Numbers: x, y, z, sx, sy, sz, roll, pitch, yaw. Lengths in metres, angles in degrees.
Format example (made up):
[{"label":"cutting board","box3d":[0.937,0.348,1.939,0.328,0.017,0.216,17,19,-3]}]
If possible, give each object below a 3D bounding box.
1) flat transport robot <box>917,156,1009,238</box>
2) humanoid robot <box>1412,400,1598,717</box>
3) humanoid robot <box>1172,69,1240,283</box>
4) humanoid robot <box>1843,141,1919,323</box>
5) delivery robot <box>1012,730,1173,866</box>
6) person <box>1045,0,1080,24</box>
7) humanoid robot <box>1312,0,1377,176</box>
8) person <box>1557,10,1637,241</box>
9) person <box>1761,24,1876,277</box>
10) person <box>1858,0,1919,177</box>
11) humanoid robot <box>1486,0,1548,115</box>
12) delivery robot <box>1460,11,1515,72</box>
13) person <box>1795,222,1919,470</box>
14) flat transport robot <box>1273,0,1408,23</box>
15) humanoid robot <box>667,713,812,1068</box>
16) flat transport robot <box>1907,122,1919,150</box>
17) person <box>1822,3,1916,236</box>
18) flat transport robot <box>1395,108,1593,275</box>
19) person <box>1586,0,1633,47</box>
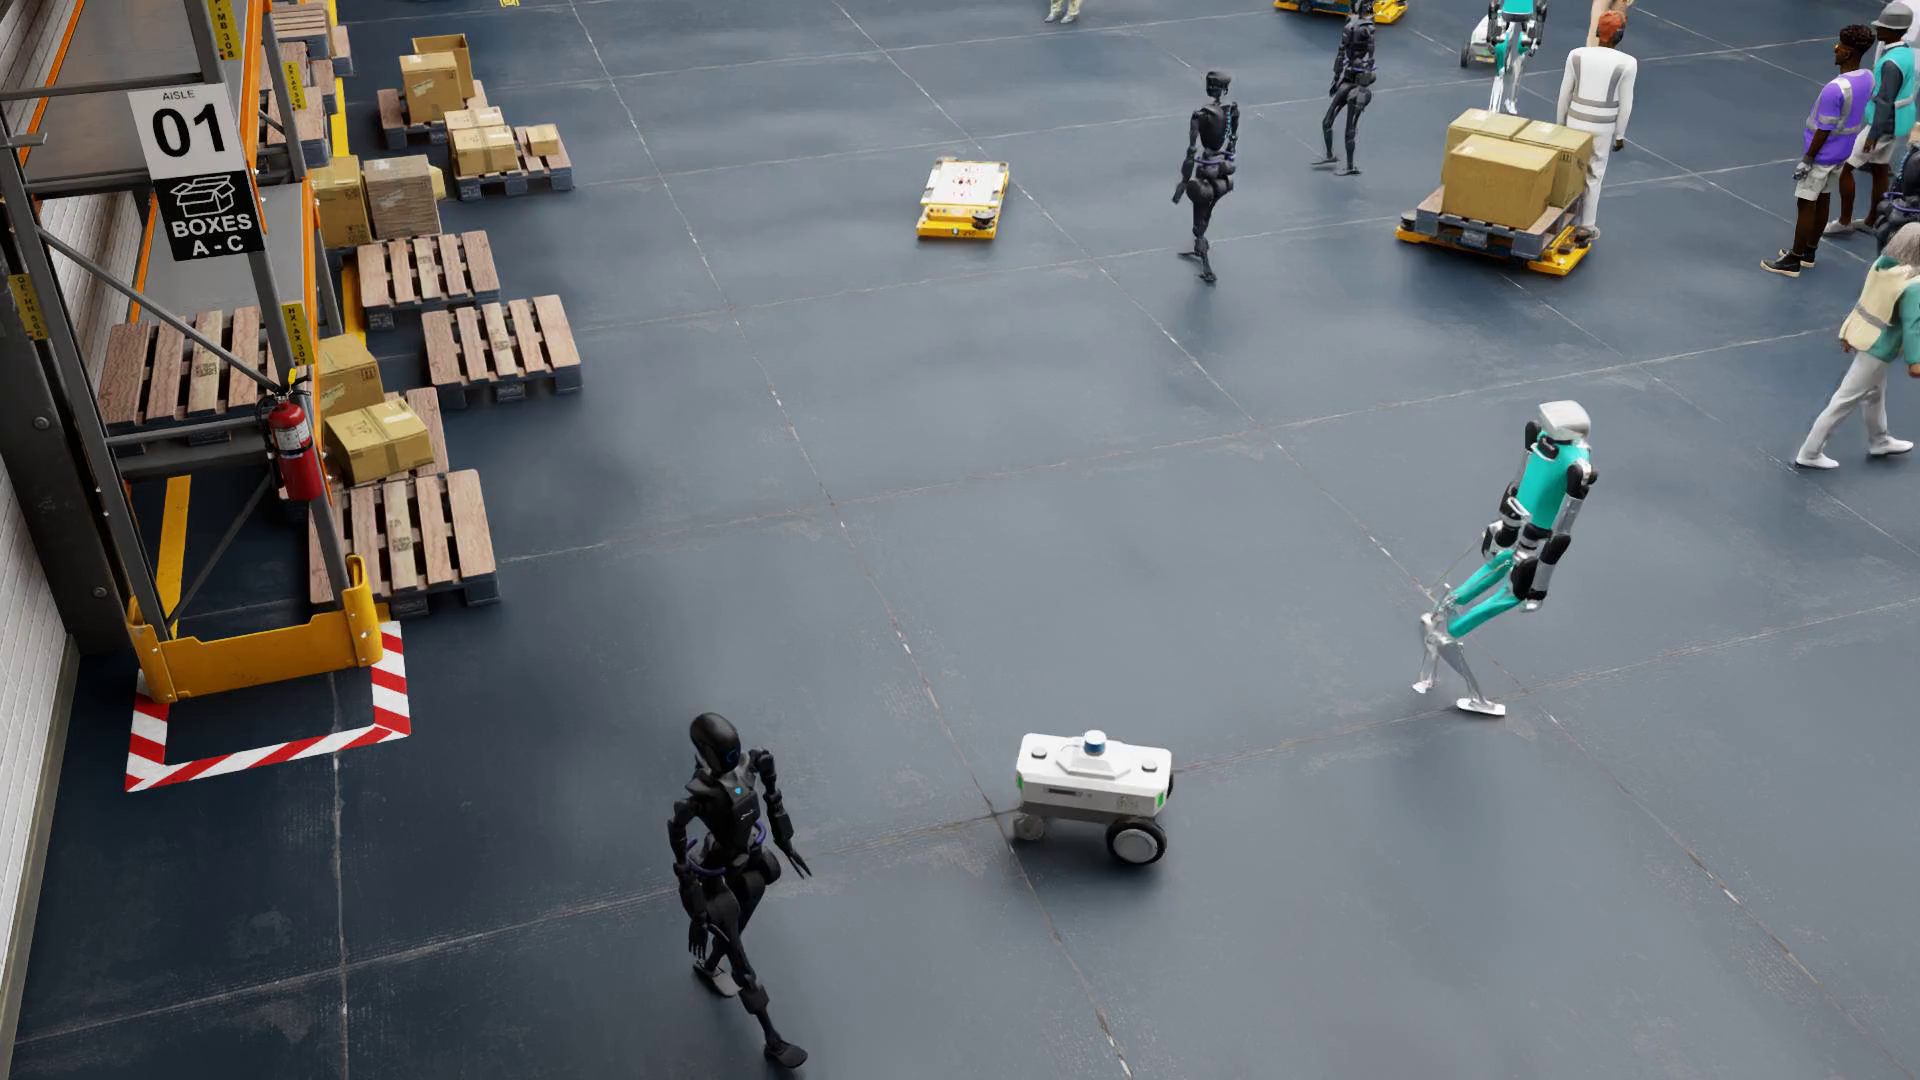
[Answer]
[{"label":"flat transport robot","box3d":[0.041,-2.978,14.426,0.659,0.231,1.431,4,33,5]},{"label":"humanoid robot","box3d":[2.607,0.154,8.290,0.791,1.794,0.531,-6,34,-9]},{"label":"humanoid robot","box3d":[1.899,-2.857,12.975,0.609,1.649,0.593,-25,41,-33]},{"label":"humanoid robot","box3d":[6.896,-2.314,12.129,0.444,1.646,0.616,2,33,4]},{"label":"delivery robot","box3d":[0.651,1.168,7.824,0.802,0.614,0.499,6,34,9]},{"label":"person","box3d":[1.287,-6.720,18.760,0.630,1.806,0.581,20,38,27]},{"label":"humanoid robot","box3d":[3.465,-4.057,14.790,0.388,1.654,0.608,-9,34,-14]},{"label":"person","box3d":[5.121,-3.342,13.506,0.572,1.886,0.355,22,39,30]},{"label":"person","box3d":[6.722,-3.020,12.938,0.605,1.965,0.368,-25,40,-33]},{"label":"person","box3d":[8.472,-4.204,14.810,0.425,1.914,0.690,-15,36,-21]},{"label":"humanoid robot","box3d":[5.351,-4.909,16.059,0.557,1.765,0.958,11,35,16]},{"label":"delivery robot","box3d":[5.700,-5.374,17.811,0.499,0.563,0.738,15,36,21]},{"label":"person","box3d":[5.821,-1.170,10.359,0.852,1.670,0.469,3,33,4]},{"label":"flat transport robot","box3d":[4.486,-6.350,19.598,1.431,0.231,0.659,17,37,24]},{"label":"humanoid robot","box3d":[-0.851,1.327,6.577,0.791,1.626,0.607,26,41,34]},{"label":"flat transport robot","box3d":[8.907,-2.894,14.297,0.659,0.231,1.431,-6,34,-9]},{"label":"person","box3d":[7.474,-3.393,13.568,0.540,1.911,0.585,18,37,25]},{"label":"flat transport robot","box3d":[4.400,-2.522,13.727,1.431,0.231,0.659,20,38,28]},{"label":"person","box3d":[6.785,-5.670,17.294,0.468,1.641,0.809,16,36,22]}]
